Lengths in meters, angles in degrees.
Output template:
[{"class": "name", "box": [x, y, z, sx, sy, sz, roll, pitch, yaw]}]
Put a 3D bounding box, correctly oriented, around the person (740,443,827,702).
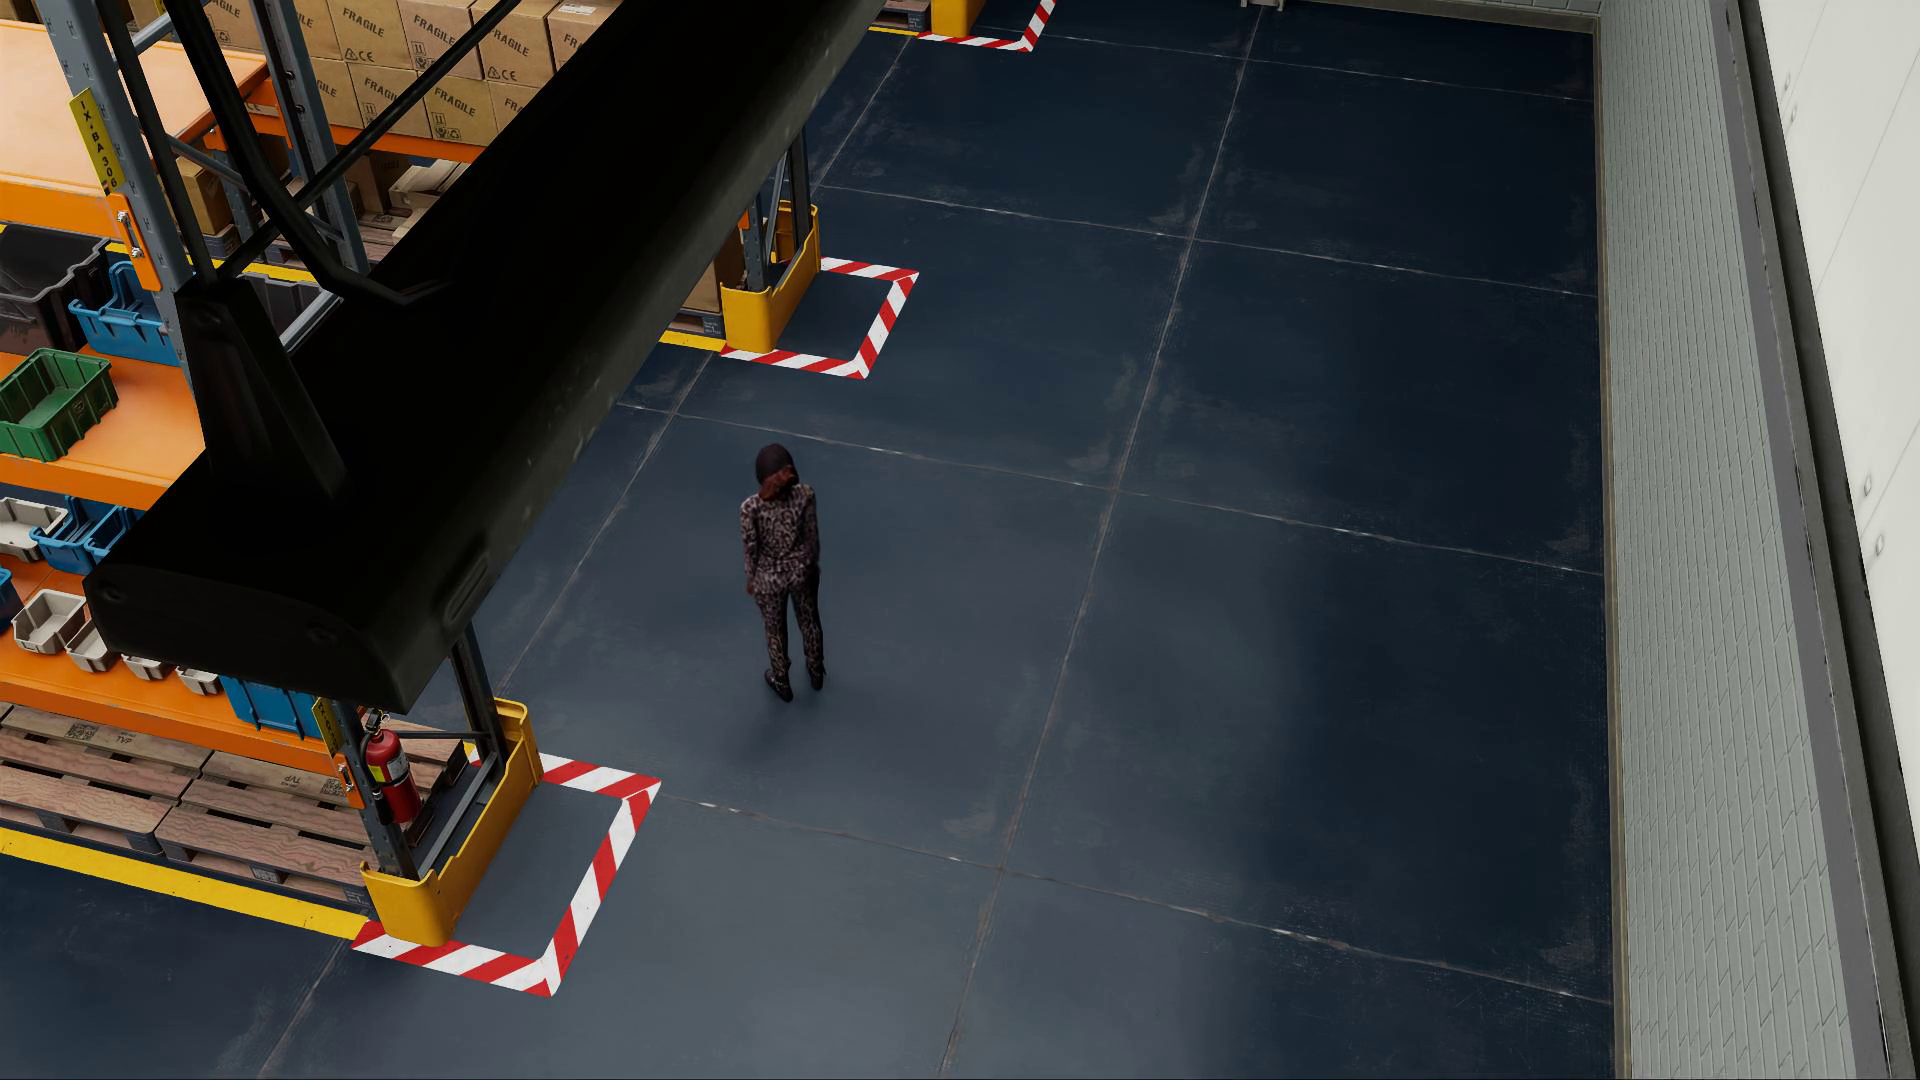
[{"class": "person", "box": [-0.923, 0.176, 8.736, 0.671, 1.714, 0.741, -18, 46, -18]}]
